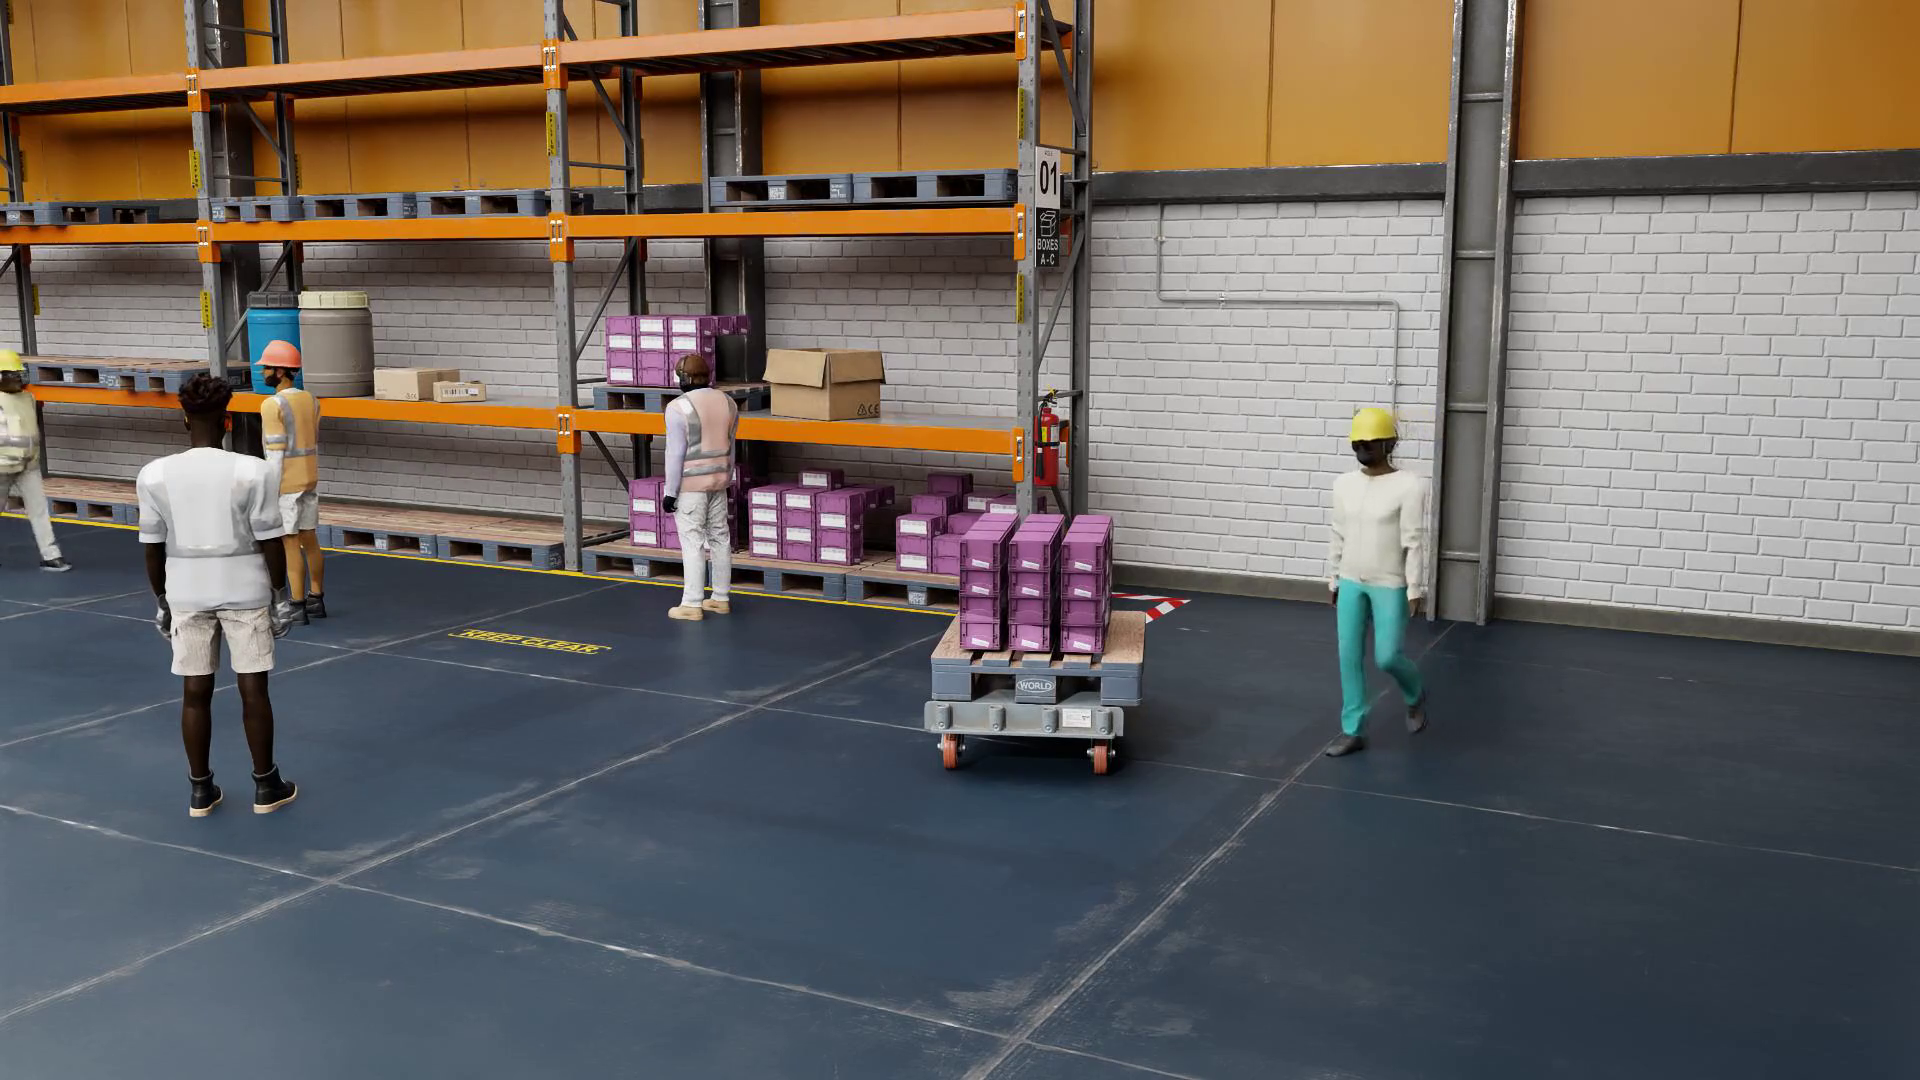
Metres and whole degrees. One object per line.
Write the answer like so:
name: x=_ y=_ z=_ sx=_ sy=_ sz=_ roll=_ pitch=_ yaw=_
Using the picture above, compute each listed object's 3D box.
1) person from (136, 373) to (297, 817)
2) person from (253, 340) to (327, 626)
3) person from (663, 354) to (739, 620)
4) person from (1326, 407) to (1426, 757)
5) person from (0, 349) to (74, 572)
person: x=-3.263 y=0.249 z=7.342 sx=0.605 sy=1.966 sz=0.367 roll=-1 pitch=9 yaw=-8
person: x=-4.562 y=-0.384 z=11.319 sx=0.345 sy=1.942 sz=0.547 roll=2 pitch=9 yaw=10
person: x=-1.820 y=-0.365 z=11.531 sx=0.429 sy=1.839 sz=0.623 roll=7 pitch=12 yaw=37
person: x=2.095 y=0.200 z=8.306 sx=0.583 sy=1.745 sz=0.534 roll=-9 pitch=13 yaw=-44
person: x=-7.620 y=-0.633 z=13.318 sx=0.934 sy=1.792 sz=0.601 roll=3 pitch=10 yaw=18
